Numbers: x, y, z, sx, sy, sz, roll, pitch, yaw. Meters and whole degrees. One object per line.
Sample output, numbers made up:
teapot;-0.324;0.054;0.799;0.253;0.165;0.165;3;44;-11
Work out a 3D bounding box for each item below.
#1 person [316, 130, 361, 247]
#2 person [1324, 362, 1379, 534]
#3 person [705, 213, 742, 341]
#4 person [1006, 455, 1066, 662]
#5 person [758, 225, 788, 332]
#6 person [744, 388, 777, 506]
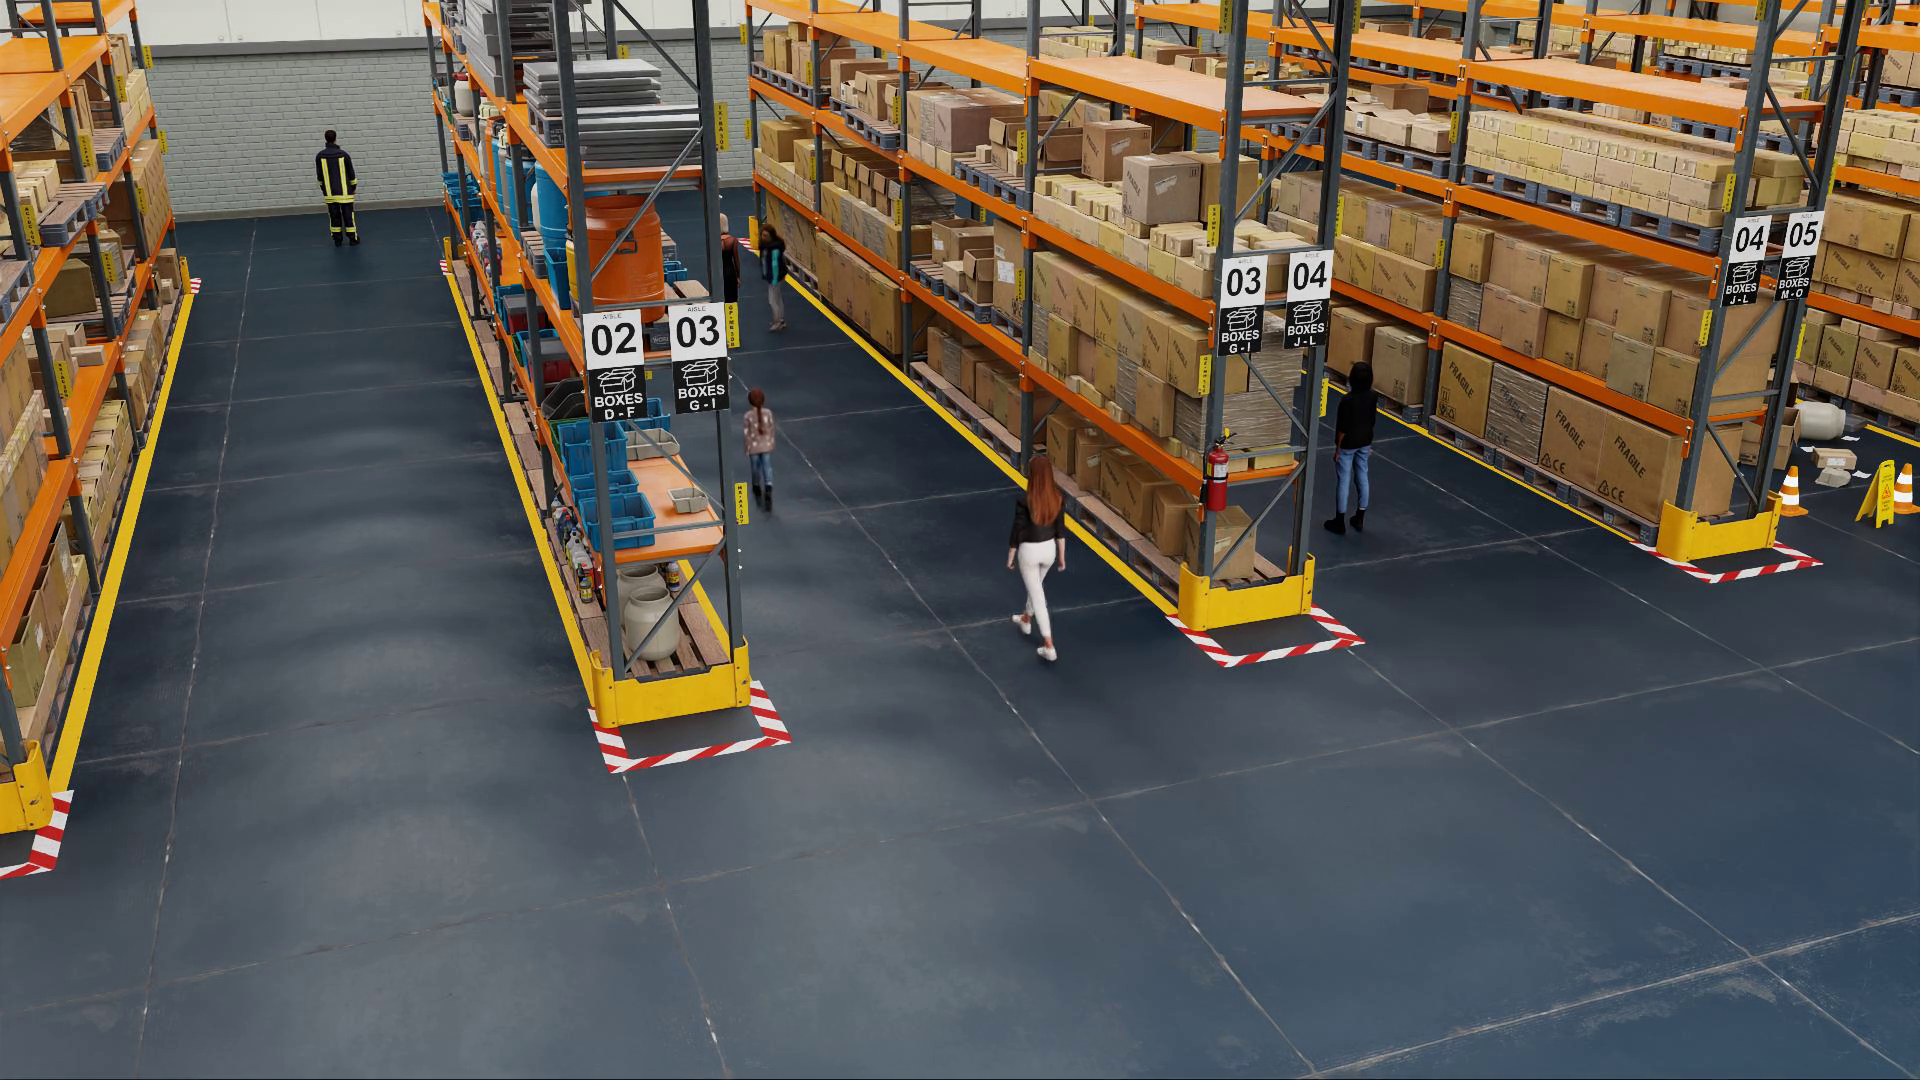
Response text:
person;-10.484;-5.937;28.017;0.814;1.928;0.712;-4;23;-10
person;3.788;-0.895;15.988;0.554;1.702;0.524;-8;24;-19
person;-3.175;-3.506;22.315;0.644;1.746;0.575;-3;22;-8
person;0.652;0.172;13.434;0.676;1.660;1.115;-10;24;-22
person;-2.569;-3.634;22.979;0.677;1.478;0.534;-7;23;-17
person;-2.003;-0.936;16.779;0.540;1.178;0.823;-5;23;-13
